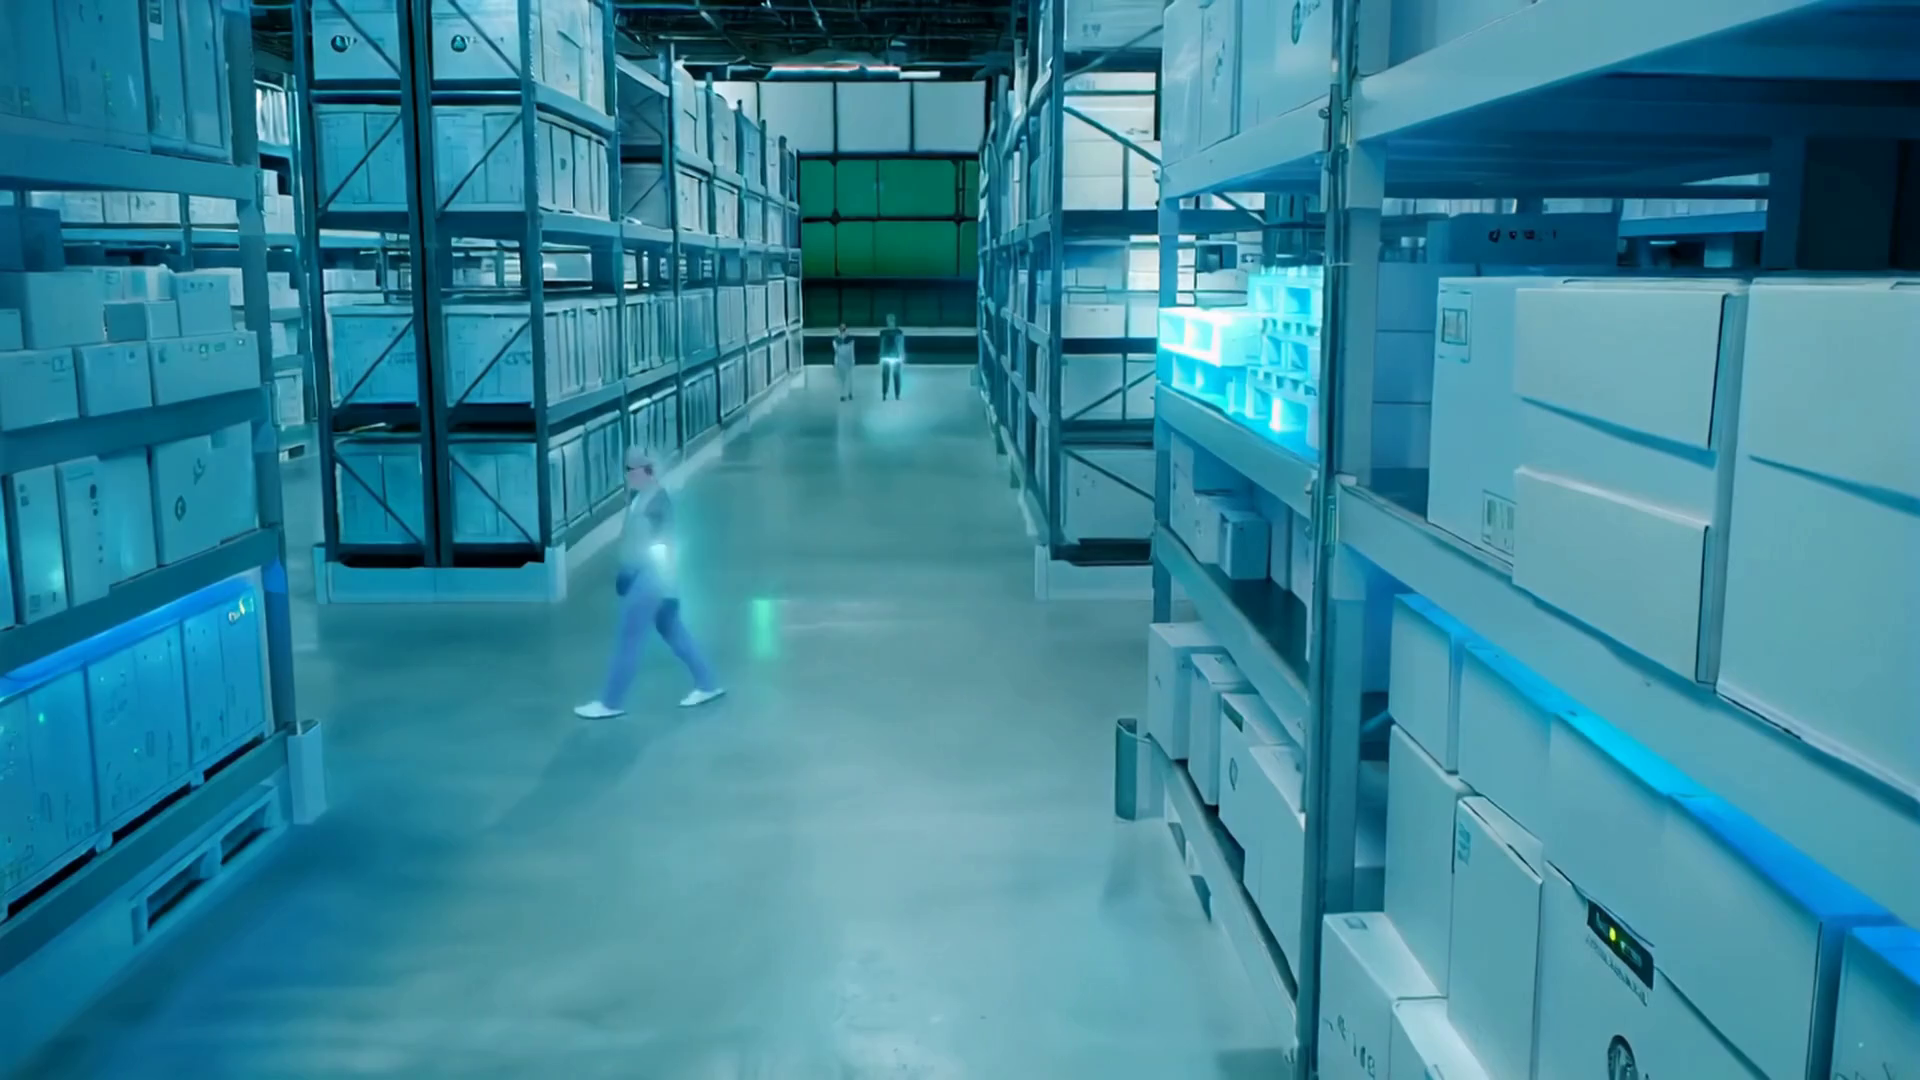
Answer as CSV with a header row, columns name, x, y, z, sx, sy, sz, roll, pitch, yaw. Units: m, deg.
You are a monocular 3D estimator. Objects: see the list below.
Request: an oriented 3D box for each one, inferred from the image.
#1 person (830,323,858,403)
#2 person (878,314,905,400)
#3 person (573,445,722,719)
name,x,y,z,sx,sy,sz,roll,pitch,yaw
person,-2.630,-3.997,37.618,0.627,1.812,0.599,0,9,2
person,-1.587,-4.223,38.443,0.622,1.996,0.369,0,9,-2
person,-2.107,0.274,11.335,1.009,1.859,0.643,-2,9,-12
